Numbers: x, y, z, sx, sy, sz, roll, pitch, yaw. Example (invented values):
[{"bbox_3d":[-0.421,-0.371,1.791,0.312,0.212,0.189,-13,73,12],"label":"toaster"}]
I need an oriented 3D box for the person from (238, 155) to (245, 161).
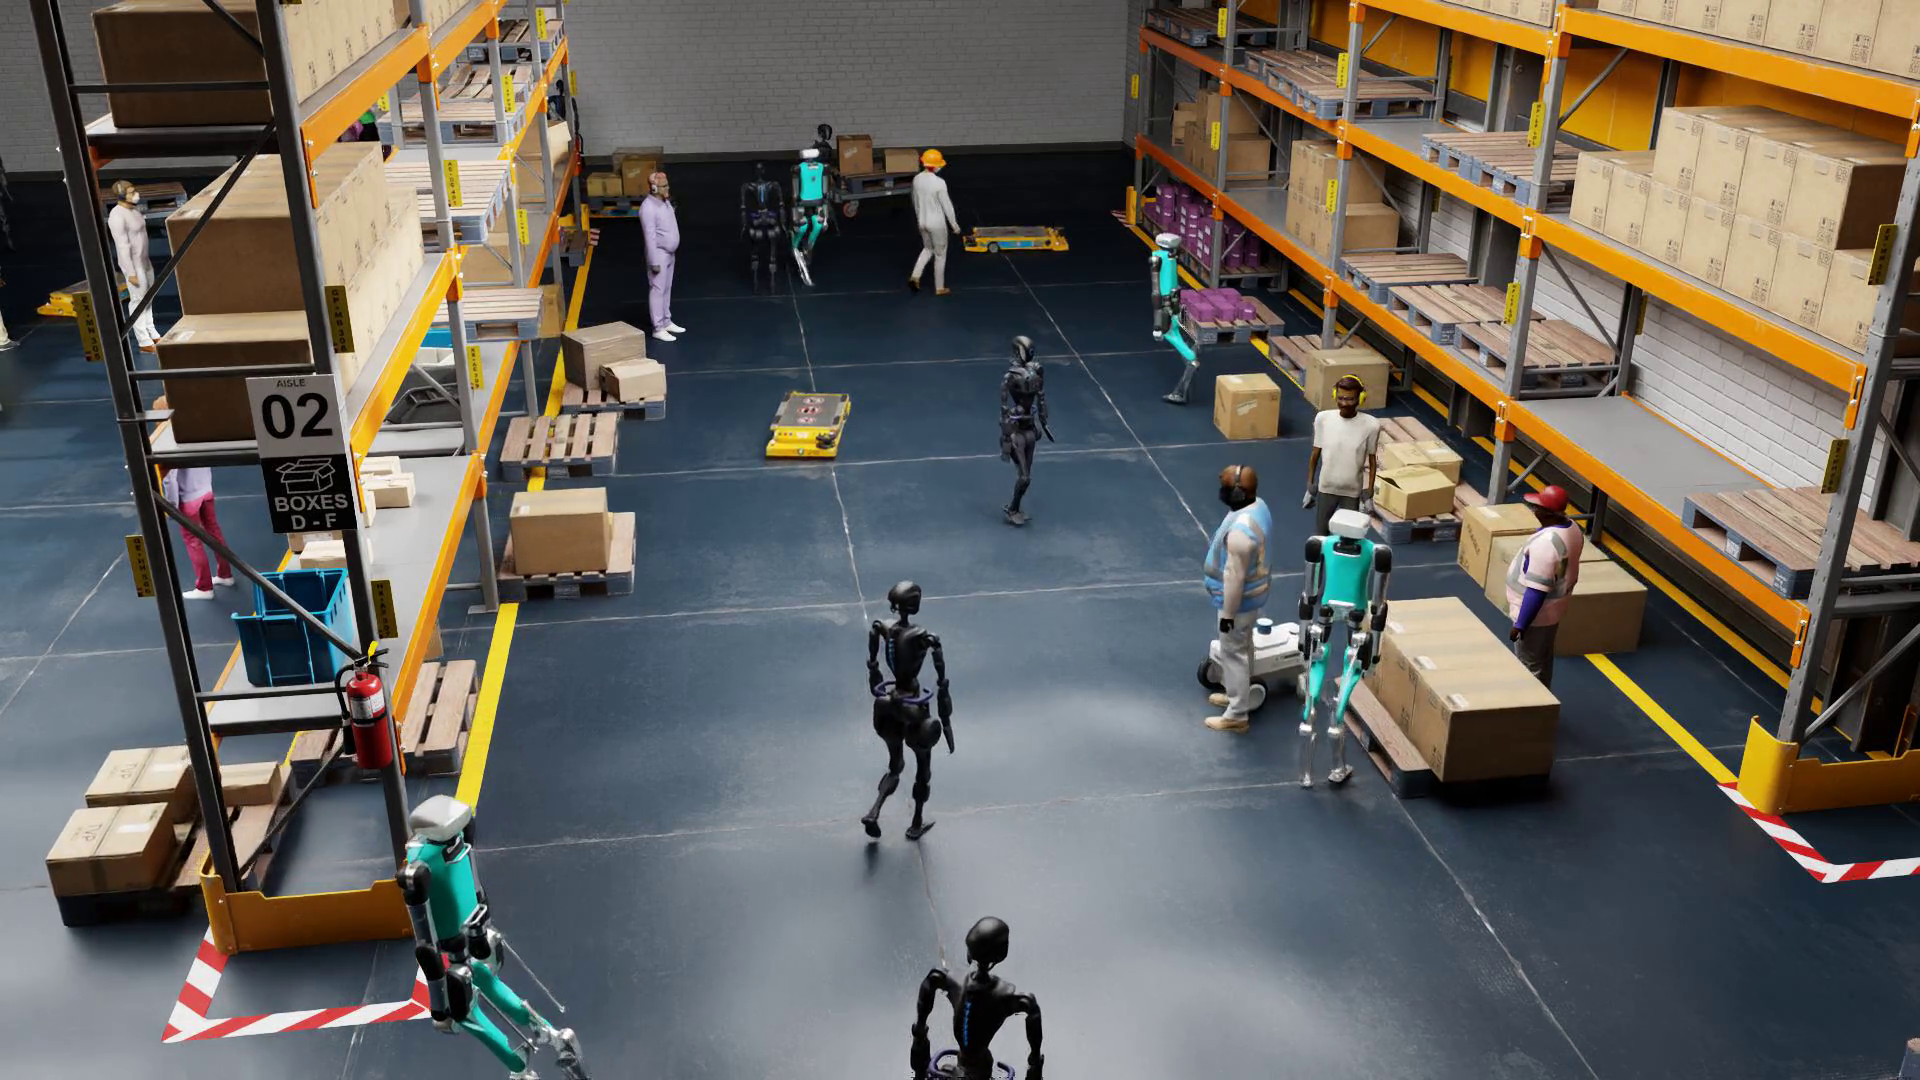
[{"bbox_3d":[-10.781,-5.940,25.302,0.889,1.811,0.632,8,25,17],"label":"person"}]

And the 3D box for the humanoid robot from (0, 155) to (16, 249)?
[{"bbox_3d":[-13.389,-4.804,22.888,0.595,1.636,0.656,-13,27,-28],"label":"humanoid robot"}]

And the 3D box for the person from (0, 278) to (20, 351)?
[{"bbox_3d":[-11.008,-2.984,18.625,0.562,1.752,0.326,0,24,1],"label":"person"}]

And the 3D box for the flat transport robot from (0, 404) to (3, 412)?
[{"bbox_3d":[-10.125,-1.198,16.406,0.659,0.231,1.431,-14,27,-28],"label":"flat transport robot"}]

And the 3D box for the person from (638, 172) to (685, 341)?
[{"bbox_3d":[-3.401,-3.257,19.062,0.404,1.910,0.640,4,24,10],"label":"person"}]

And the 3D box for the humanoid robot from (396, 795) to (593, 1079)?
[{"bbox_3d":[-1.936,1.983,7.382,0.903,1.813,0.557,4,24,10],"label":"humanoid robot"}]

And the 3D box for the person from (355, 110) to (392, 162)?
[{"bbox_3d":[-7.955,-4.905,22.774,0.529,1.936,0.500,-3,24,-7],"label":"person"}]

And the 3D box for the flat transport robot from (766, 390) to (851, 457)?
[{"bbox_3d":[-1.467,-1.143,16.282,0.659,0.231,1.431,1,24,2],"label":"flat transport robot"}]

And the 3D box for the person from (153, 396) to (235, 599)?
[{"bbox_3d":[-5.891,-0.326,12.733,0.284,1.628,0.500,5,24,11],"label":"person"}]

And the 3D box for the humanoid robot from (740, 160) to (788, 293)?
[{"bbox_3d":[-2.486,-3.981,20.995,0.609,1.645,0.516,-6,24,-13],"label":"humanoid robot"}]

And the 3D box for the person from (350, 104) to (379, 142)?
[{"bbox_3d":[-8.643,-5.571,24.430,0.556,1.823,0.423,-16,29,-33],"label":"person"}]

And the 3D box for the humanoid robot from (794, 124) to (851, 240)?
[{"bbox_3d":[-1.985,-5.063,23.534,0.794,1.628,0.609,1,24,2],"label":"humanoid robot"}]

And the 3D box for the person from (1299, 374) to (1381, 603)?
[{"bbox_3d":[2.851,-0.351,12.486,0.532,1.869,0.315,9,25,20],"label":"person"}]

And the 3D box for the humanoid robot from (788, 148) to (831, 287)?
[{"bbox_3d":[-2.004,-4.103,21.326,0.550,1.889,0.744,-12,27,-26],"label":"humanoid robot"}]

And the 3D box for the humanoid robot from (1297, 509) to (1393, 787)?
[{"bbox_3d":[2.272,0.739,10.137,0.538,1.761,0.772,9,25,20],"label":"humanoid robot"}]

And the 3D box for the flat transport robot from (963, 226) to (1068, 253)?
[{"bbox_3d":[0.772,-4.197,23.239,1.431,0.231,0.659,-1,24,-2],"label":"flat transport robot"}]

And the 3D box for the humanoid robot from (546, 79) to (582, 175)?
[{"bbox_3d":[-6.548,-6.731,27.346,0.603,1.636,0.810,4,24,10],"label":"humanoid robot"}]

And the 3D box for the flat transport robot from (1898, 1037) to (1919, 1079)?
[{"bbox_3d":[5.101,2.749,7.416,0.659,0.231,1.431,-8,25,-17],"label":"flat transport robot"}]

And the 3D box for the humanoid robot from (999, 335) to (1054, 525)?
[{"bbox_3d":[0.537,-0.935,14.059,0.360,1.651,0.586,19,30,37],"label":"humanoid robot"}]

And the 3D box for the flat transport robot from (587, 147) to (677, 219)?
[{"bbox_3d":[-5.021,-4.992,25.051,1.431,0.231,0.659,-1,24,-2],"label":"flat transport robot"}]

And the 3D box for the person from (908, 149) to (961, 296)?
[{"bbox_3d":[-0.334,-3.940,20.672,0.588,1.860,0.536,21,31,39],"label":"person"}]

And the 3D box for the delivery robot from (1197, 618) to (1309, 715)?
[{"bbox_3d":[2.047,0.845,11.418,0.783,0.612,0.520,-11,26,-24],"label":"delivery robot"}]

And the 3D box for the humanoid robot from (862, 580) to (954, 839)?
[{"bbox_3d":[-0.334,1.022,9.599,0.589,1.640,0.485,14,27,29],"label":"humanoid robot"}]

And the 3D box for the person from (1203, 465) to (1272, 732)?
[{"bbox_3d":[1.802,0.372,10.896,0.431,1.832,0.633,6,24,14],"label":"person"}]

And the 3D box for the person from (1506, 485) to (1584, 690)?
[{"bbox_3d":[3.733,0.461,10.783,0.420,1.752,0.611,17,29,33],"label":"person"}]

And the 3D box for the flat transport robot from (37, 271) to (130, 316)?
[{"bbox_3d":[-10.680,-3.053,20.633,0.659,0.231,1.431,4,24,10],"label":"flat transport robot"}]

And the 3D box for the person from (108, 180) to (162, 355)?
[{"bbox_3d":[-9.161,-3.045,18.540,0.369,1.940,0.631,-3,24,-7],"label":"person"}]

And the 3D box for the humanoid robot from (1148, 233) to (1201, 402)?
[{"bbox_3d":[2.256,-2.136,16.841,0.733,1.889,0.537,14,27,29],"label":"humanoid robot"}]

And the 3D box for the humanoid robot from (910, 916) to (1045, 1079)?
[{"bbox_3d":[0.048,2.263,6.782,0.609,1.642,0.354,9,25,19],"label":"humanoid robot"}]
